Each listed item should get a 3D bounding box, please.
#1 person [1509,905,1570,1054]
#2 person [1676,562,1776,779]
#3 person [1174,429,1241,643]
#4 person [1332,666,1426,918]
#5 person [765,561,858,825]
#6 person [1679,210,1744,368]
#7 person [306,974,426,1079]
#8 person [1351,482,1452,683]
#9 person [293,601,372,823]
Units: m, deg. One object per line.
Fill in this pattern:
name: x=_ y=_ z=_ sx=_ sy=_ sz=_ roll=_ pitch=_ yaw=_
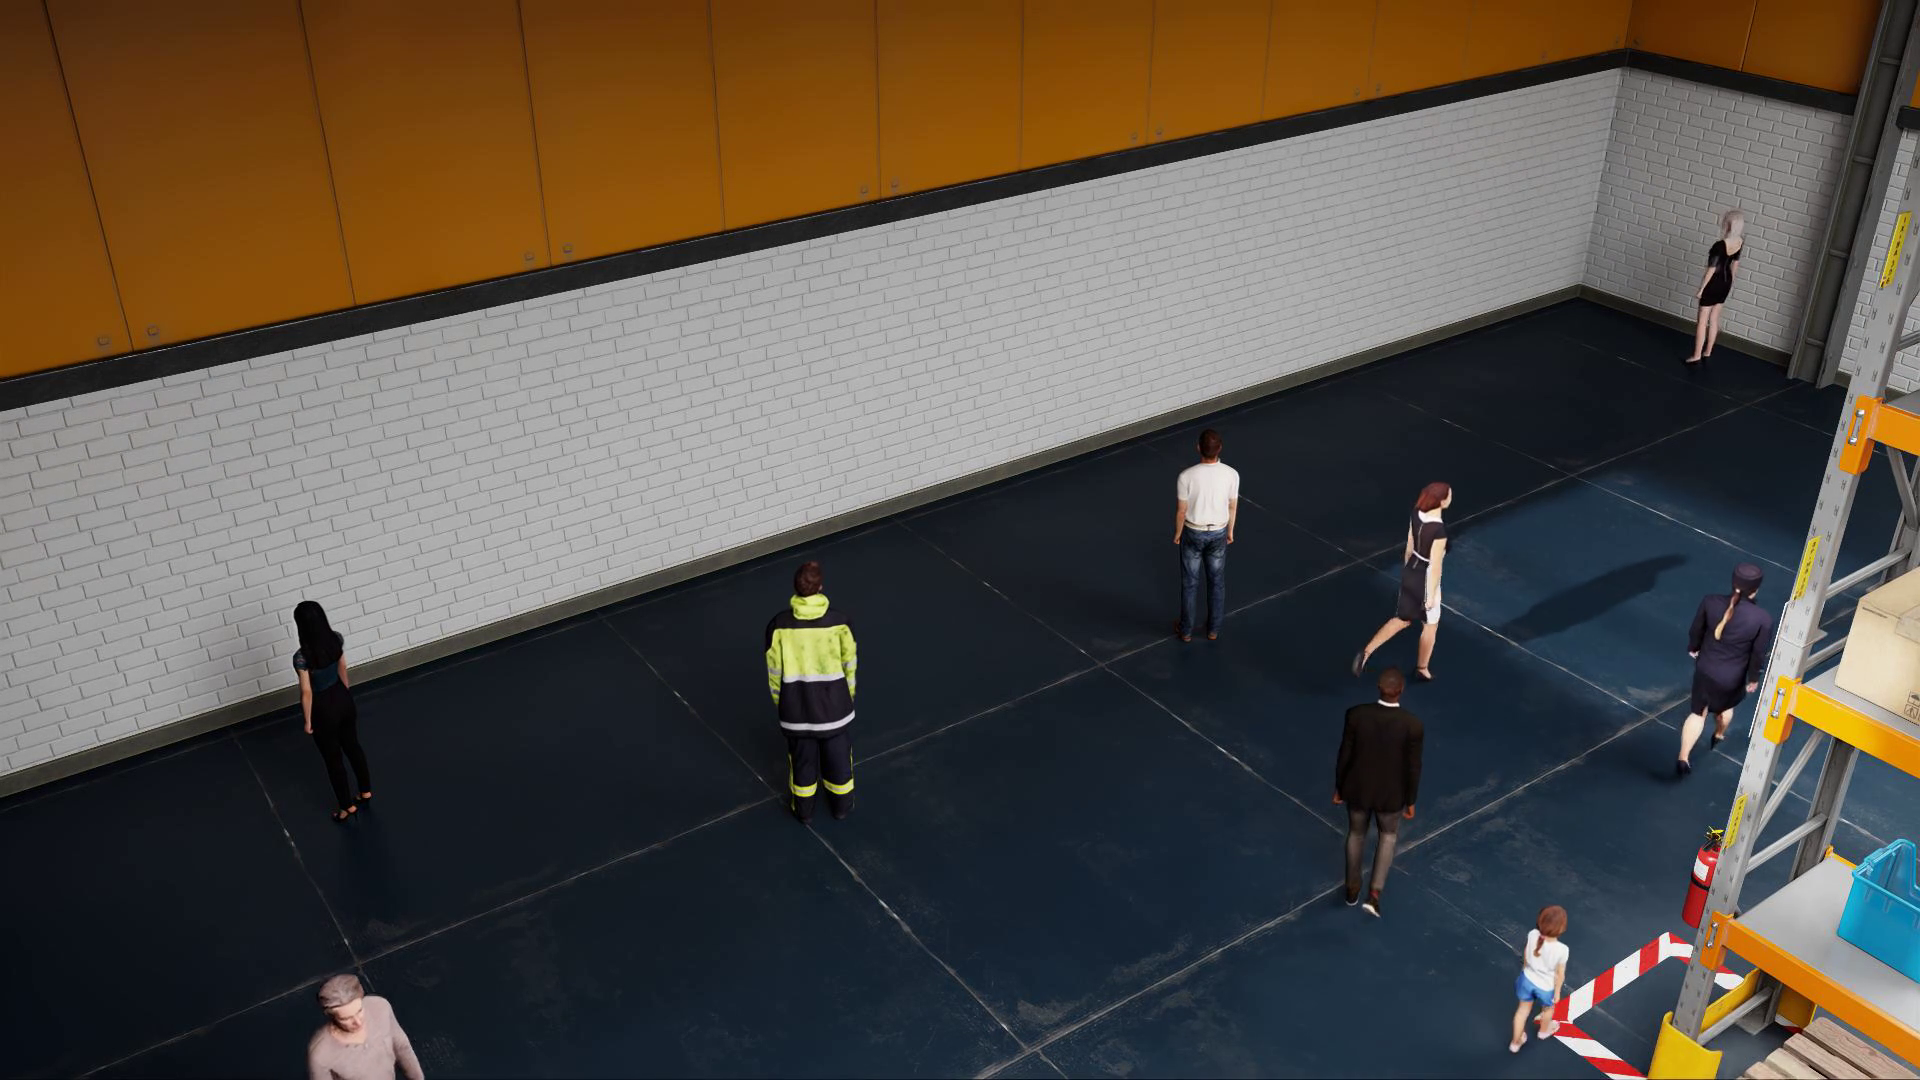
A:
person: x=3.307 y=2.547 z=9.555 sx=0.537 sy=1.007 sz=0.554 roll=-25 pitch=37 yaw=-38
person: x=5.363 y=0.964 z=11.802 sx=1.069 sy=1.635 sz=0.949 roll=22 pitch=36 yaw=35
person: x=1.971 y=-0.034 z=13.402 sx=0.752 sy=1.856 sz=0.754 roll=-2 pitch=29 yaw=-4
person: x=2.589 y=1.630 z=10.420 sx=0.932 sy=1.789 sz=0.974 roll=9 pitch=30 yaw=16
person: x=-0.994 y=1.039 z=11.302 sx=0.866 sy=1.982 sz=0.841 roll=-3 pitch=29 yaw=-6
person: x=8.416 y=-2.794 z=18.499 sx=0.656 sy=1.819 sz=0.570 roll=-11 pitch=30 yaw=-19
person: x=-3.005 y=2.812 z=8.220 sx=1.286 sy=1.821 sz=1.083 roll=11 pitch=31 yaw=20
person: x=3.445 y=0.380 z=12.723 sx=0.827 sy=1.778 sz=1.030 roll=-10 pitch=30 yaw=-18
person: x=-4.286 y=1.164 z=11.330 sx=0.634 sy=1.737 sz=0.629 roll=14 pitch=31 yaw=24
